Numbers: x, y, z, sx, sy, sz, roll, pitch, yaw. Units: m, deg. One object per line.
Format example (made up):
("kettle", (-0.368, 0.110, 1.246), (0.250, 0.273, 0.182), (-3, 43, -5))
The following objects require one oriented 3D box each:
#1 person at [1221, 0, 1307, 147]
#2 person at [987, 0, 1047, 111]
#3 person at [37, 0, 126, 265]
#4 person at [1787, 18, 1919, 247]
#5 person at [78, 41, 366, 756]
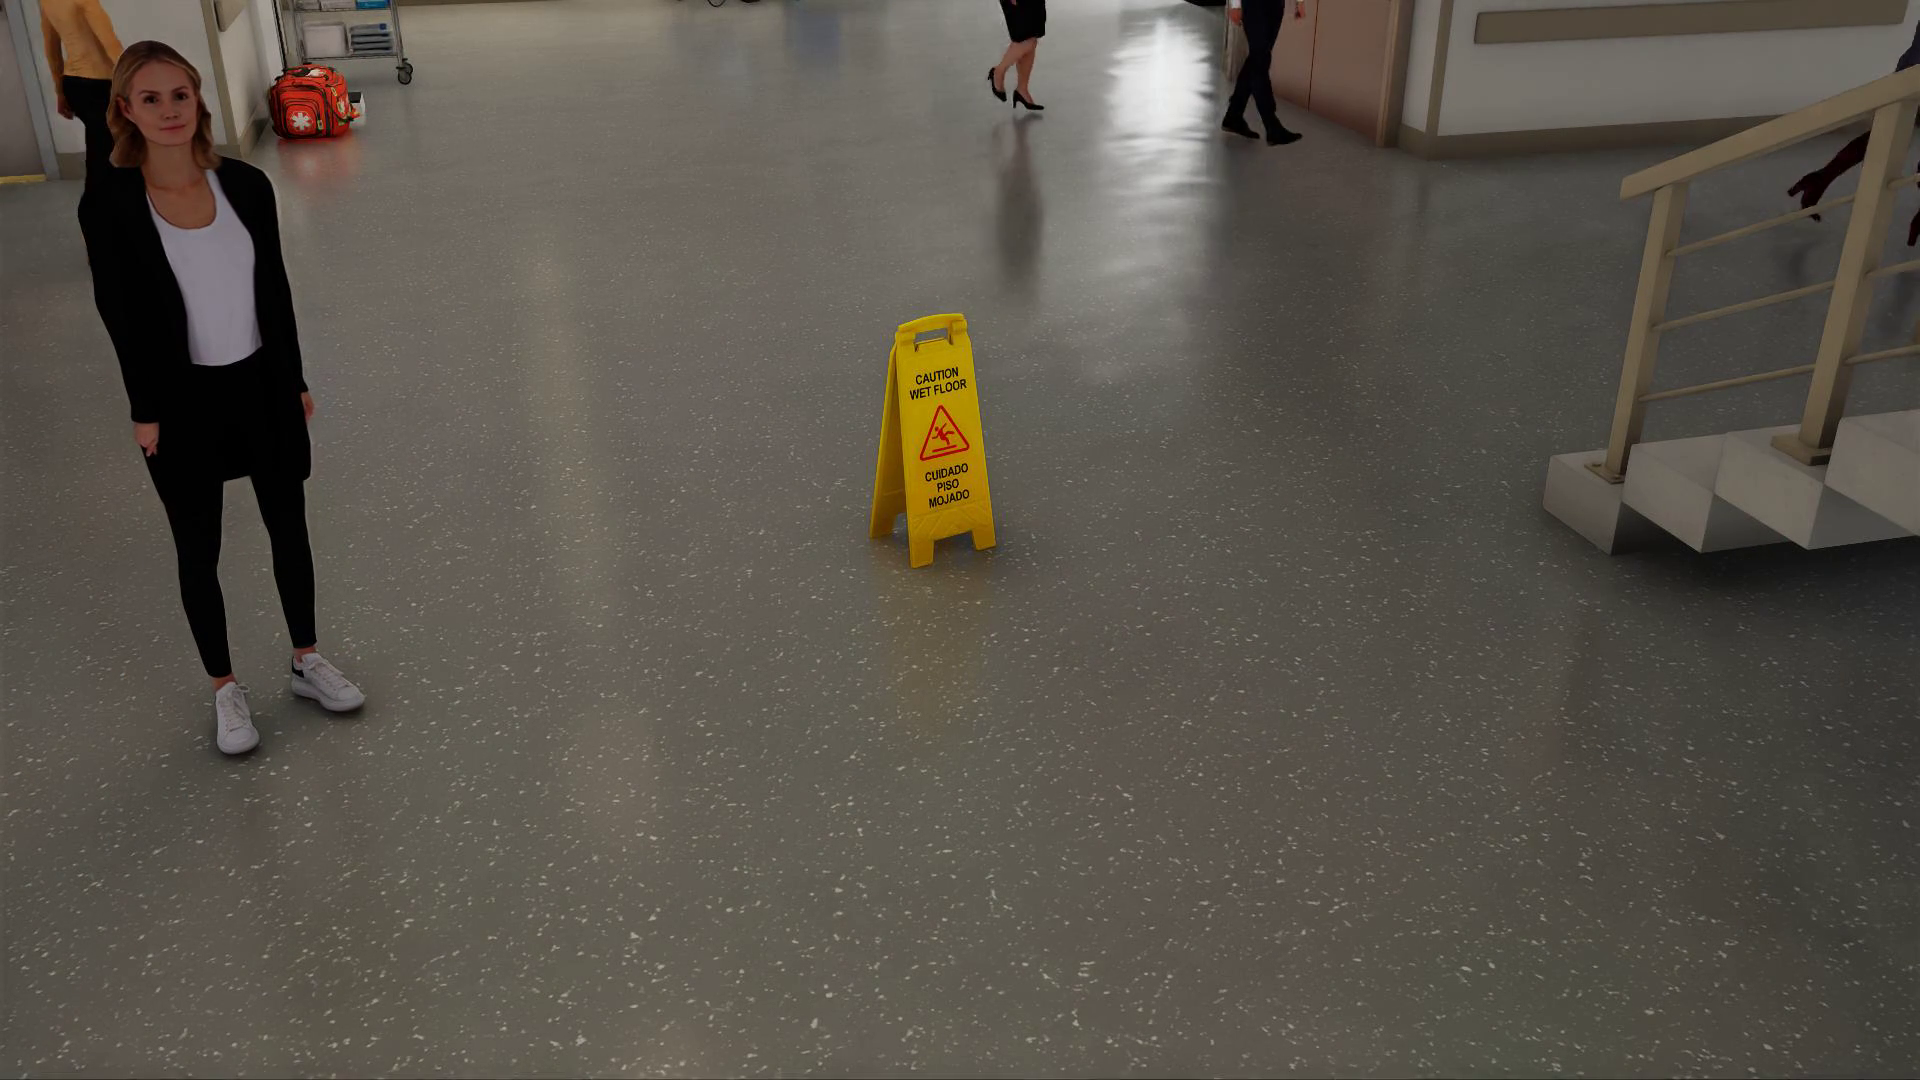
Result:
("person", (1.908, -3.520, 10.762), (0.886, 1.847, 1.128), (-17, 31, -31))
("person", (0.381, -3.859, 11.677), (0.929, 1.663, 0.867), (14, 29, 27))
("person", (-4.339, -2.173, 8.207), (0.935, 1.640, 0.961), (18, 31, 32))
("person", (4.834, -2.352, 8.536), (1.157, 1.678, 1.038), (17, 30, 31))
("person", (-1.873, -0.336, 4.210), (0.682, 1.802, 0.683), (-22, 34, -38))
